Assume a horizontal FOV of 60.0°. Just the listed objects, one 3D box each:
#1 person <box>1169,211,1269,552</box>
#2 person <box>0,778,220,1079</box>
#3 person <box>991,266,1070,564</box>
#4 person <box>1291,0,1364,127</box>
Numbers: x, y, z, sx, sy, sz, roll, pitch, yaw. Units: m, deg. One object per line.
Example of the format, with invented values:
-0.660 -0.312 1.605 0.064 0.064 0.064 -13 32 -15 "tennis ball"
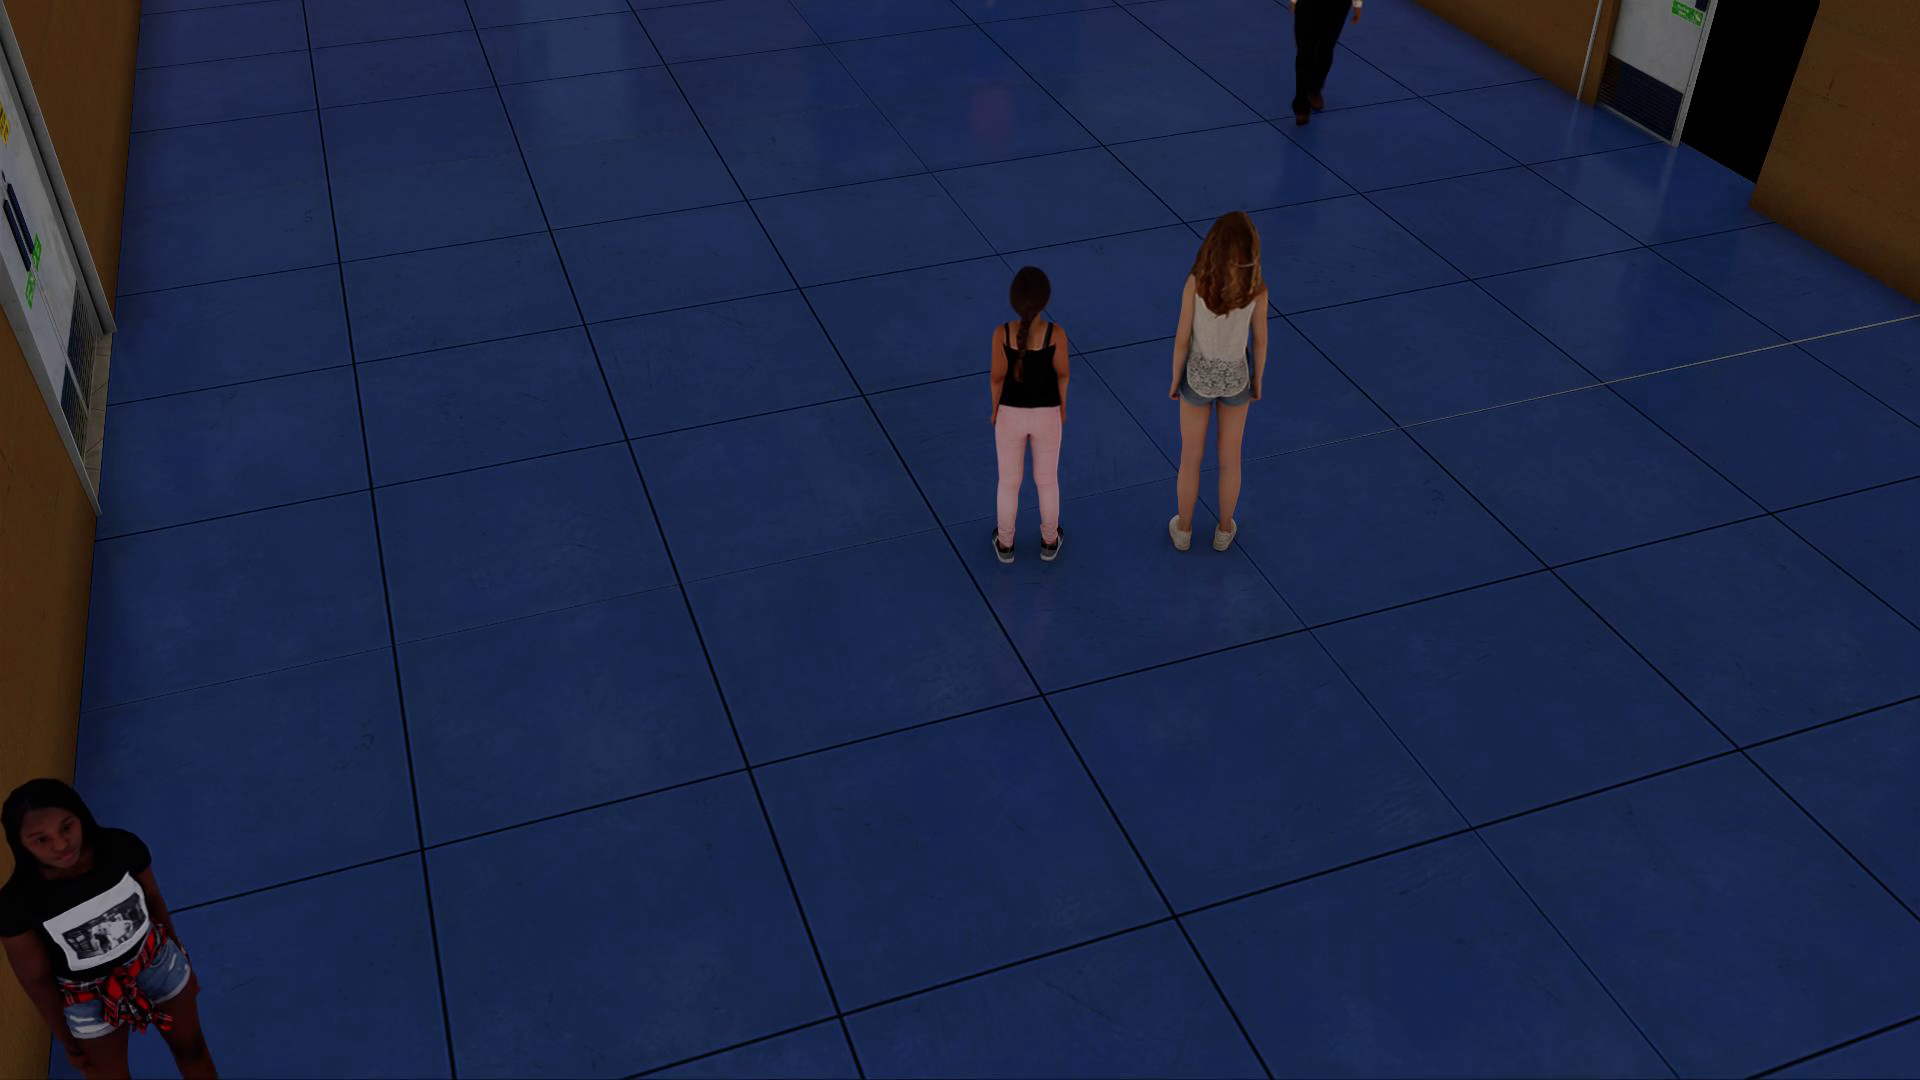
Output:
1.194 -0.706 7.739 0.589 1.759 0.714 3 37 4 "person"
-2.521 1.366 5.005 0.777 1.729 0.692 25 44 30 "person"
0.321 -0.570 7.721 0.555 1.563 0.655 1 37 1 "person"
2.643 -3.925 12.067 1.157 1.712 1.045 3 37 4 "person"
